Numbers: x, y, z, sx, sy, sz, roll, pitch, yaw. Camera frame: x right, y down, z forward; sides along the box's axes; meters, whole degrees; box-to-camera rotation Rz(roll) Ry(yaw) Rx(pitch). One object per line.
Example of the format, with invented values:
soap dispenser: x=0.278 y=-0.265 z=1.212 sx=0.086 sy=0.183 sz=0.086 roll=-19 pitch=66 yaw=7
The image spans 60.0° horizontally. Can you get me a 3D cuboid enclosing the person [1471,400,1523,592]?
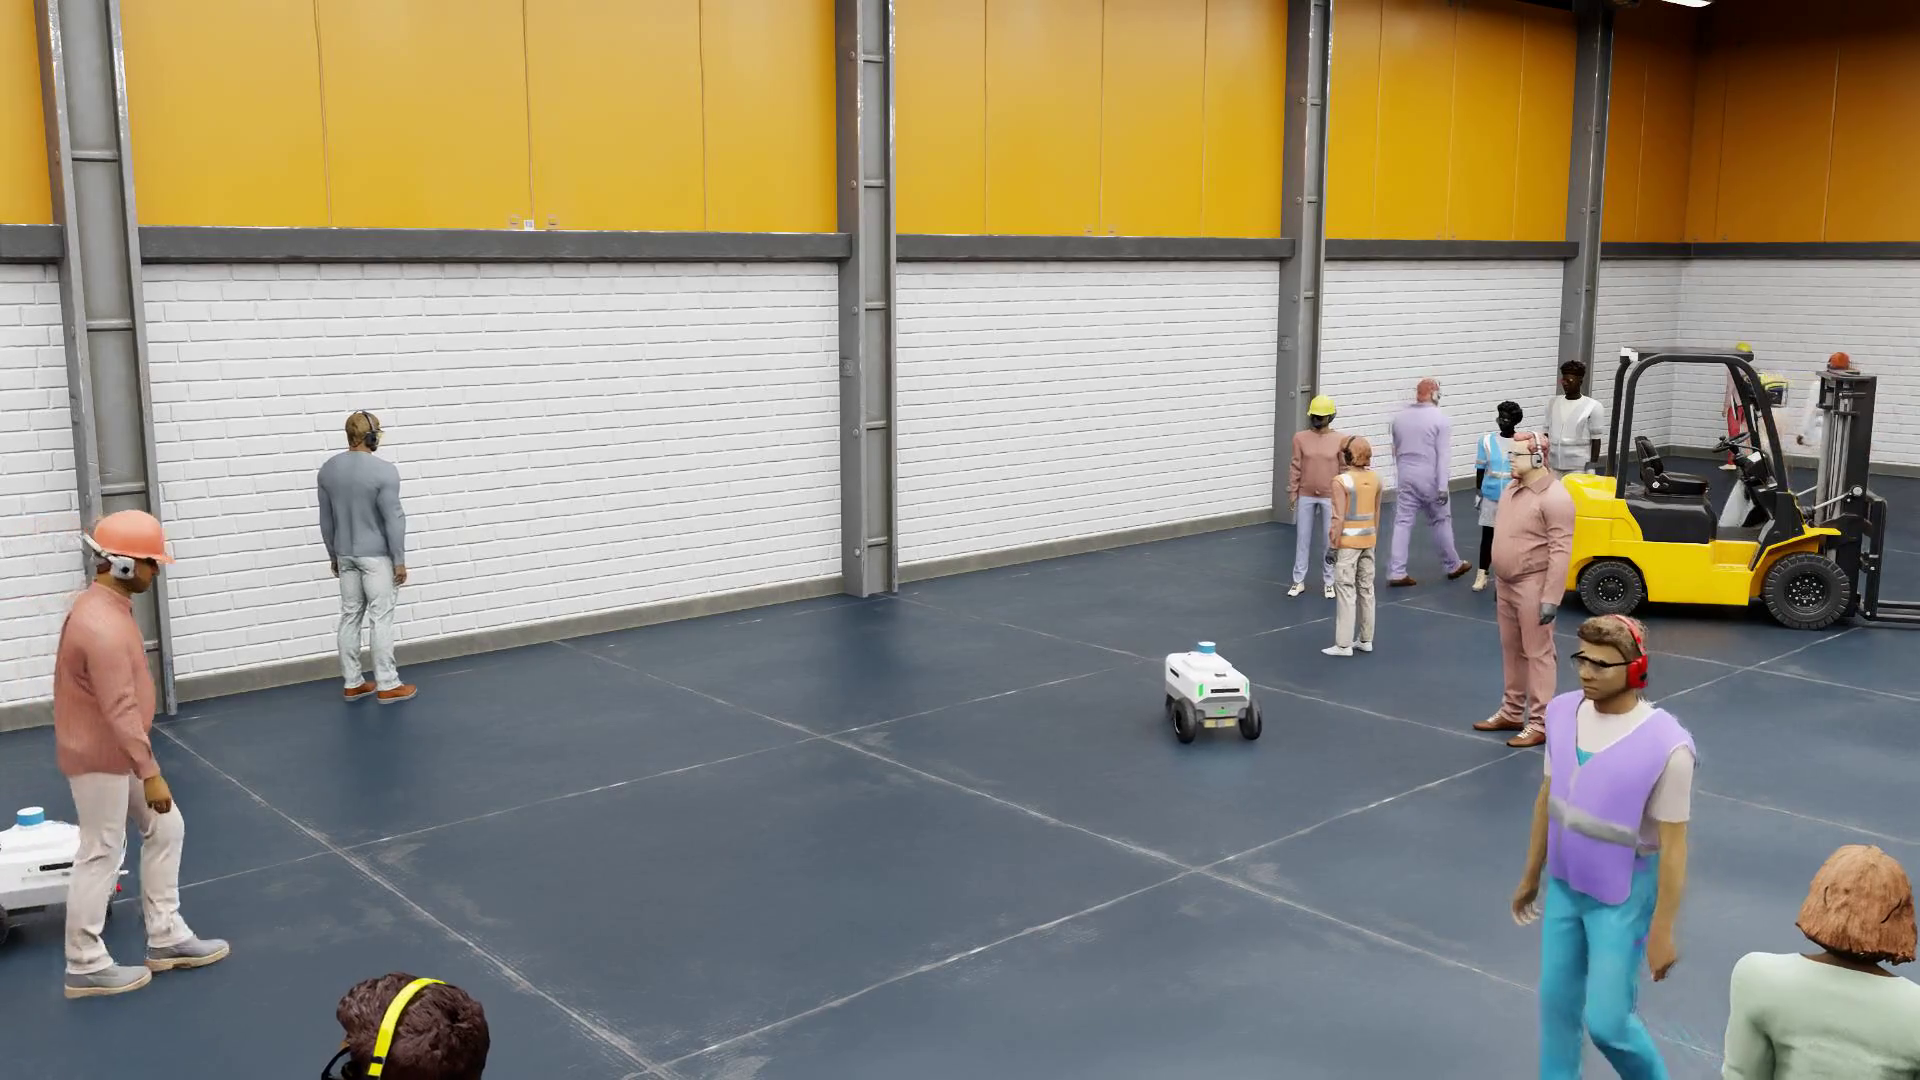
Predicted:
person: x=4.755 y=-0.374 z=14.527 sx=0.534 sy=1.698 sz=0.322 roll=5 pitch=11 yaw=28

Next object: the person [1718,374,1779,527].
person: x=7.280 y=-0.611 z=15.390 sx=0.974 sy=1.870 sz=0.609 roll=1 pitch=10 yaw=9

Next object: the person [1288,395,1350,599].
person: x=3.094 y=-0.371 z=14.330 sx=0.523 sy=1.763 sz=0.329 roll=4 pitch=10 yaw=21

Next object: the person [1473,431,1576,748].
person: x=3.398 y=0.290 z=10.035 sx=0.399 sy=1.908 sz=0.643 roll=-2 pitch=10 yaw=-11

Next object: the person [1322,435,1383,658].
person: x=2.891 y=0.048 z=12.232 sx=0.525 sy=1.639 sz=0.307 roll=-7 pitch=12 yaw=-36

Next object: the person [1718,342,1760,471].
person: x=10.721 y=-1.832 z=22.864 sx=0.523 sy=1.772 sz=0.302 roll=-3 pitch=10 yaw=-18

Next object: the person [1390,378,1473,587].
person: x=4.212 y=-0.520 z=14.927 sx=0.997 sy=1.850 sz=0.656 roll=-8 pitch=12 yaw=-38

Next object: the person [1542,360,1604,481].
person: x=5.786 y=-0.729 z=15.823 sx=0.366 sy=1.967 sz=0.603 roll=-9 pitch=13 yaw=-41

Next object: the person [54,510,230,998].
person: x=-3.258 y=0.847 z=6.598 sx=0.729 sy=1.955 sz=0.629 roll=-4 pitch=10 yaw=-22

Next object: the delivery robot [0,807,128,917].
delivery robot: x=-4.003 y=1.402 z=7.204 sx=0.707 sy=0.478 sz=0.477 roll=-4 pitch=11 yaw=-23

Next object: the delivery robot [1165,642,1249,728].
delivery robot: x=1.524 y=0.873 z=10.295 sx=0.477 sy=0.478 sz=0.707 roll=-2 pitch=10 yaw=-10

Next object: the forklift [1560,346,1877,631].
forklift: x=6.109 y=-0.478 z=13.691 sx=2.313 sy=2.155 sz=1.214 roll=3 pitch=10 yaw=16

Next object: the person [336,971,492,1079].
person: x=-0.812 y=1.573 z=2.626 sx=0.333 sy=1.873 sz=0.520 roll=2 pitch=10 yaw=11

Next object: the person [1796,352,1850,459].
person: x=9.859 y=-1.199 z=18.875 sx=0.597 sy=1.854 sz=0.783 roll=0 pitch=10 yaw=2

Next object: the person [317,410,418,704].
person: x=-3.914 y=0.115 z=10.963 sx=0.630 sy=1.938 sz=0.366 roll=4 pitch=10 yaw=21

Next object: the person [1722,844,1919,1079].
person: x=2.005 y=1.488 z=3.820 sx=0.500 sy=1.633 sz=0.280 roll=7 pitch=12 yaw=36

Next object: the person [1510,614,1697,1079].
person: x=2.039 y=1.132 z=5.312 sx=0.496 sy=1.841 sz=0.598 roll=-4 pitch=10 yaw=-21
